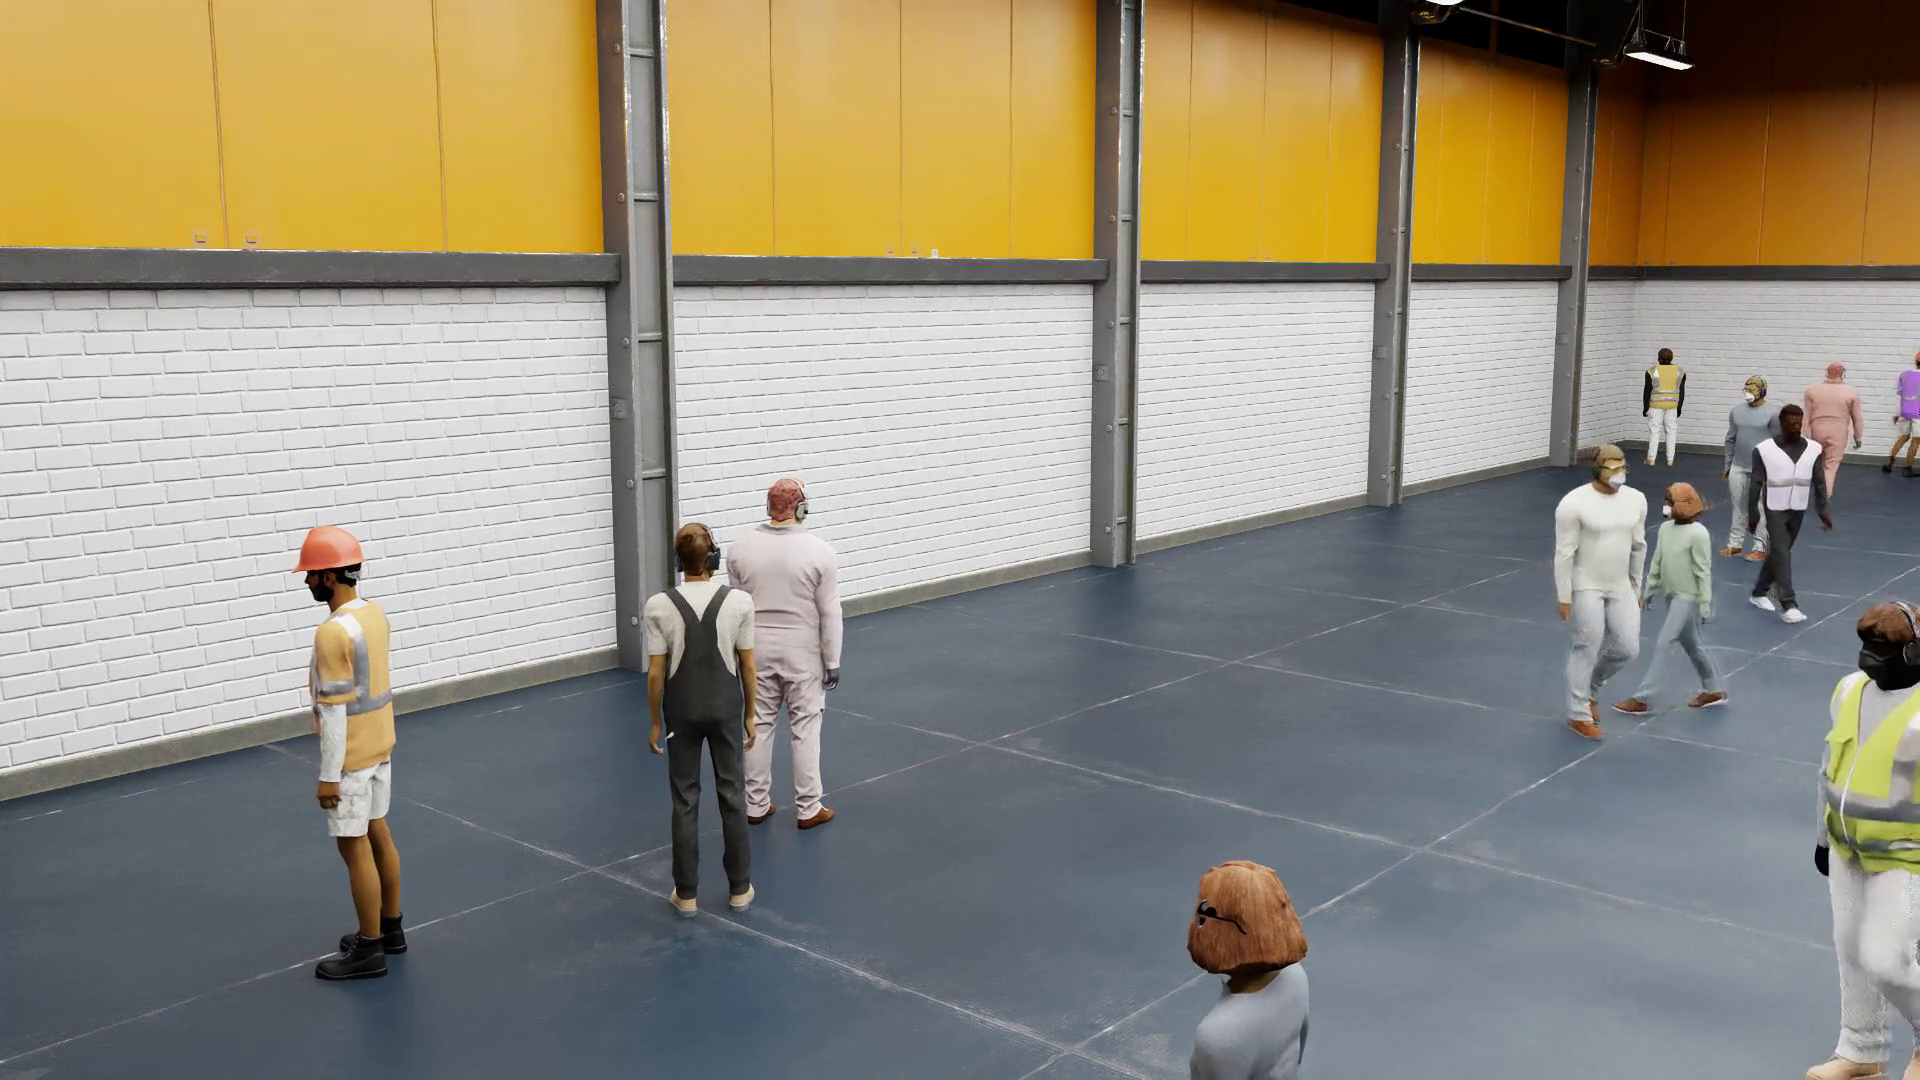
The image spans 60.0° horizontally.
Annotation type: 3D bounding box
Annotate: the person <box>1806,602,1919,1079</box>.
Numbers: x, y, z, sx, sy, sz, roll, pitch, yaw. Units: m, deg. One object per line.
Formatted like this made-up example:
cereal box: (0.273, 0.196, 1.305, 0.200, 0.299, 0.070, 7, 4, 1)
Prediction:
person: (3.333, 1.122, 5.976, 0.447, 1.828, 0.646, -2, 9, -13)

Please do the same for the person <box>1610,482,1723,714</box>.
person: (4.883, 0.393, 11.313, 0.874, 1.586, 0.525, -1, 9, -7)

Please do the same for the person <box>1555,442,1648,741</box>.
person: (4.104, 0.329, 10.661, 0.651, 1.922, 0.458, -2, 9, -14)

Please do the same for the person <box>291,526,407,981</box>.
person: (-2.610, 0.897, 7.083, 0.381, 1.930, 0.541, 0, 9, 0)

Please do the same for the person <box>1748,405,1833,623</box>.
person: (7.196, -0.248, 14.472, 0.613, 1.864, 1.004, -1, 9, -4)

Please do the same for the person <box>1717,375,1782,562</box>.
person: (8.261, -0.747, 17.364, 0.357, 1.938, 0.637, -5, 10, -30)

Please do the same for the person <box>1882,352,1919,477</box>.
person: (13.960, -1.840, 24.403, 0.454, 1.901, 0.643, -3, 10, -18)

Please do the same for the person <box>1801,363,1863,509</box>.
person: (11.184, -1.336, 21.306, 0.679, 1.854, 0.979, 7, 12, 39)

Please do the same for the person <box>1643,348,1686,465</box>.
person: (10.998, -2.081, 26.040, 0.627, 1.847, 0.429, 1, 9, 4)

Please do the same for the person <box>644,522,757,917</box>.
person: (-1.199, 0.835, 7.738, 0.506, 1.843, 0.351, -2, 9, -11)

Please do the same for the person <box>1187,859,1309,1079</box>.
person: (0.658, 1.547, 3.923, 0.280, 1.631, 0.496, 5, 11, 30)

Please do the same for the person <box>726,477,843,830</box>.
person: (-0.926, 0.610, 8.981, 0.643, 1.903, 0.402, 2, 9, 15)
